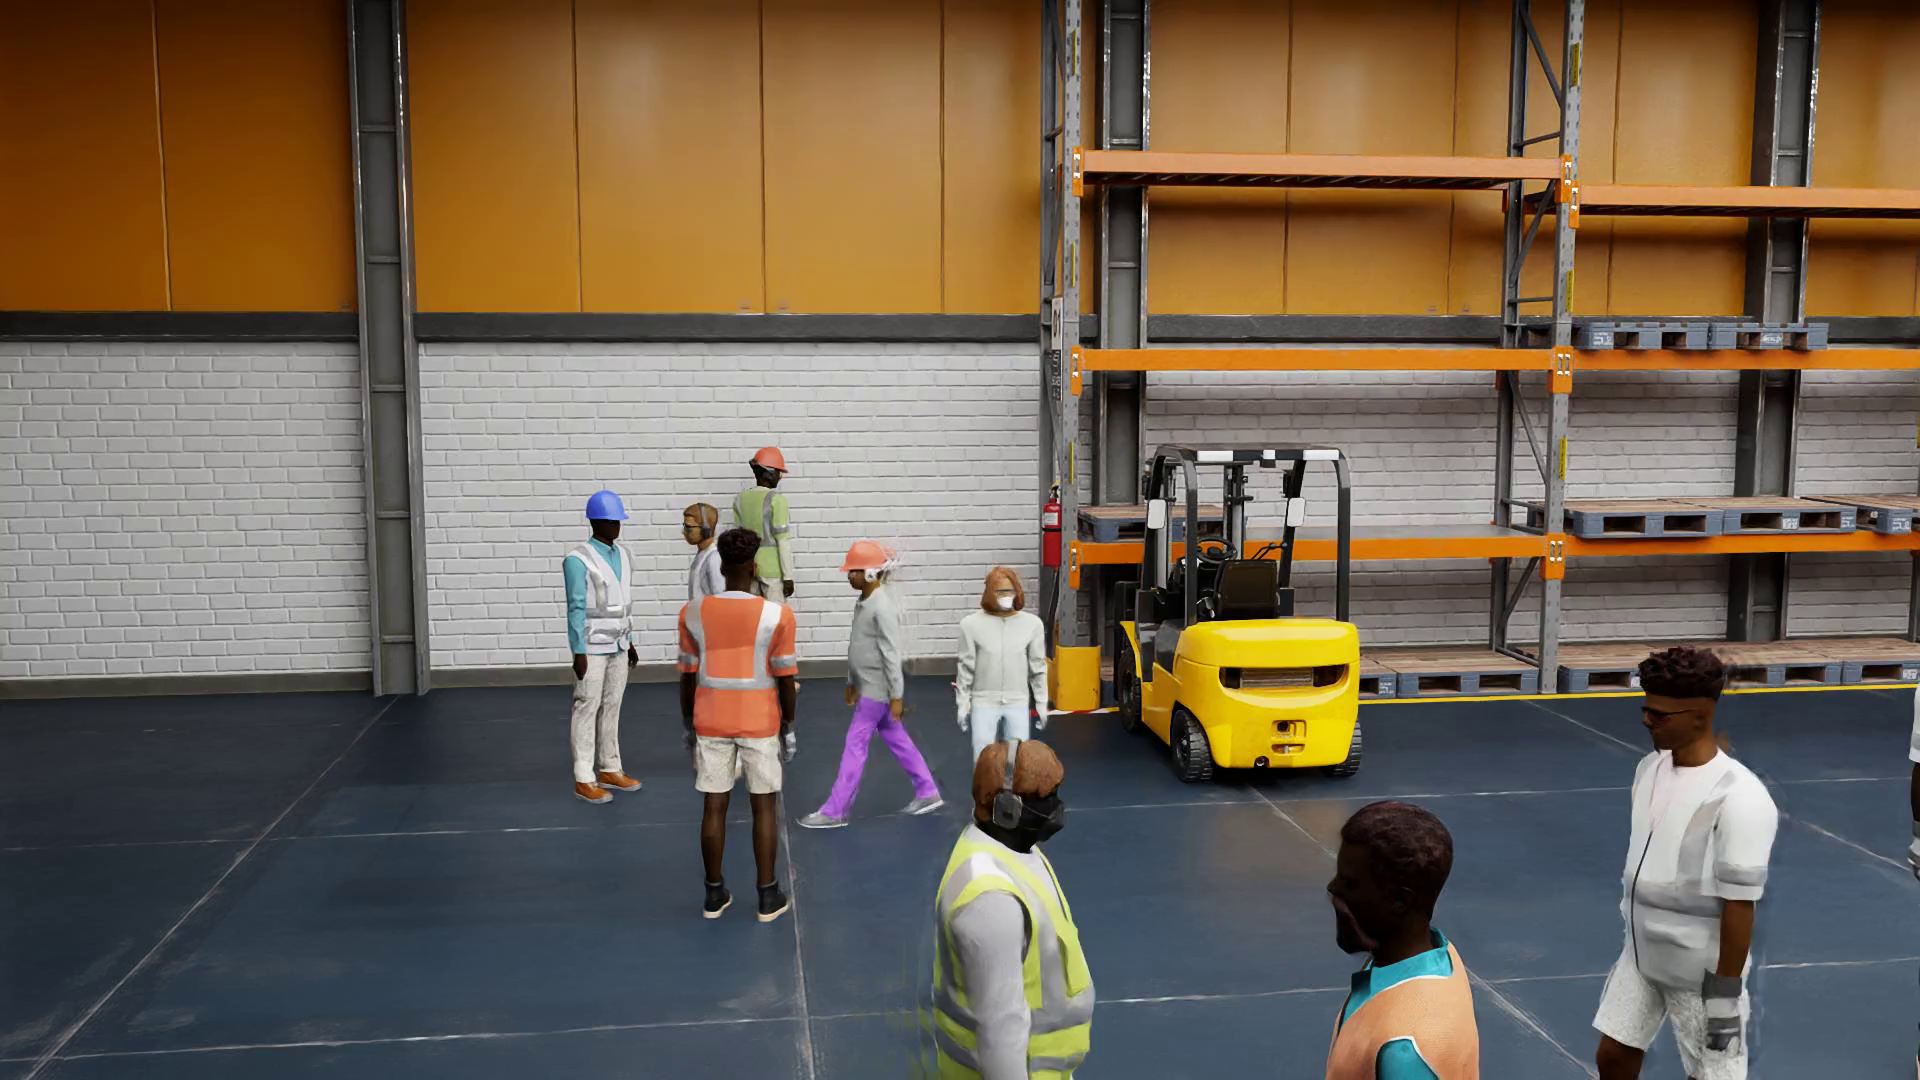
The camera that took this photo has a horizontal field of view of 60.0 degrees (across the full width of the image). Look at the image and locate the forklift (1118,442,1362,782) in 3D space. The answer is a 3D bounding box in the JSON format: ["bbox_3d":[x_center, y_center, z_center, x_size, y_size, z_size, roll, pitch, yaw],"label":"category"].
[{"bbox_3d":[1.912,0.418,11.496,1.214,2.155,2.313,-1,7,-8],"label":"forklift"}]

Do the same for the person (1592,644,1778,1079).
[{"bbox_3d":[2.305,1.276,5.170,0.873,1.930,0.606,-1,7,-11],"label":"person"}]

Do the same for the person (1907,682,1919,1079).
[{"bbox_3d":[3.937,1.120,6.334,0.608,1.965,0.365,1,7,9],"label":"person"}]

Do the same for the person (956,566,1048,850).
[{"bbox_3d":[0.233,0.949,9.326,0.524,1.624,0.291,-1,7,-11],"label":"person"}]

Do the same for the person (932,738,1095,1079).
[{"bbox_3d":[0.073,1.414,4.473,0.913,1.808,0.635,1,7,8],"label":"person"}]

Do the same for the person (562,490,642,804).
[{"bbox_3d":[-2.241,0.656,10.479,0.403,1.948,0.605,3,7,25],"label":"person"}]

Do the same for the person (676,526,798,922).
[{"bbox_3d":[-1.102,0.907,8.258,0.613,1.956,0.377,1,7,6],"label":"person"}]

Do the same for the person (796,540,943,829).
[{"bbox_3d":[-0.510,0.843,9.899,0.918,1.706,0.588,-2,7,-16],"label":"person"}]

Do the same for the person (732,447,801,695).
[{"bbox_3d":[-1.577,0.253,13.641,0.605,2.034,0.392,6,9,40],"label":"person"}]

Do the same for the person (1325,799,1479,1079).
[{"bbox_3d":[0.898,1.475,3.431,0.392,1.922,0.593,1,7,13],"label":"person"}]

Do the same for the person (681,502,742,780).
[{"bbox_3d":[-1.641,0.665,10.933,0.372,1.833,0.524,-2,7,-18],"label":"person"}]
